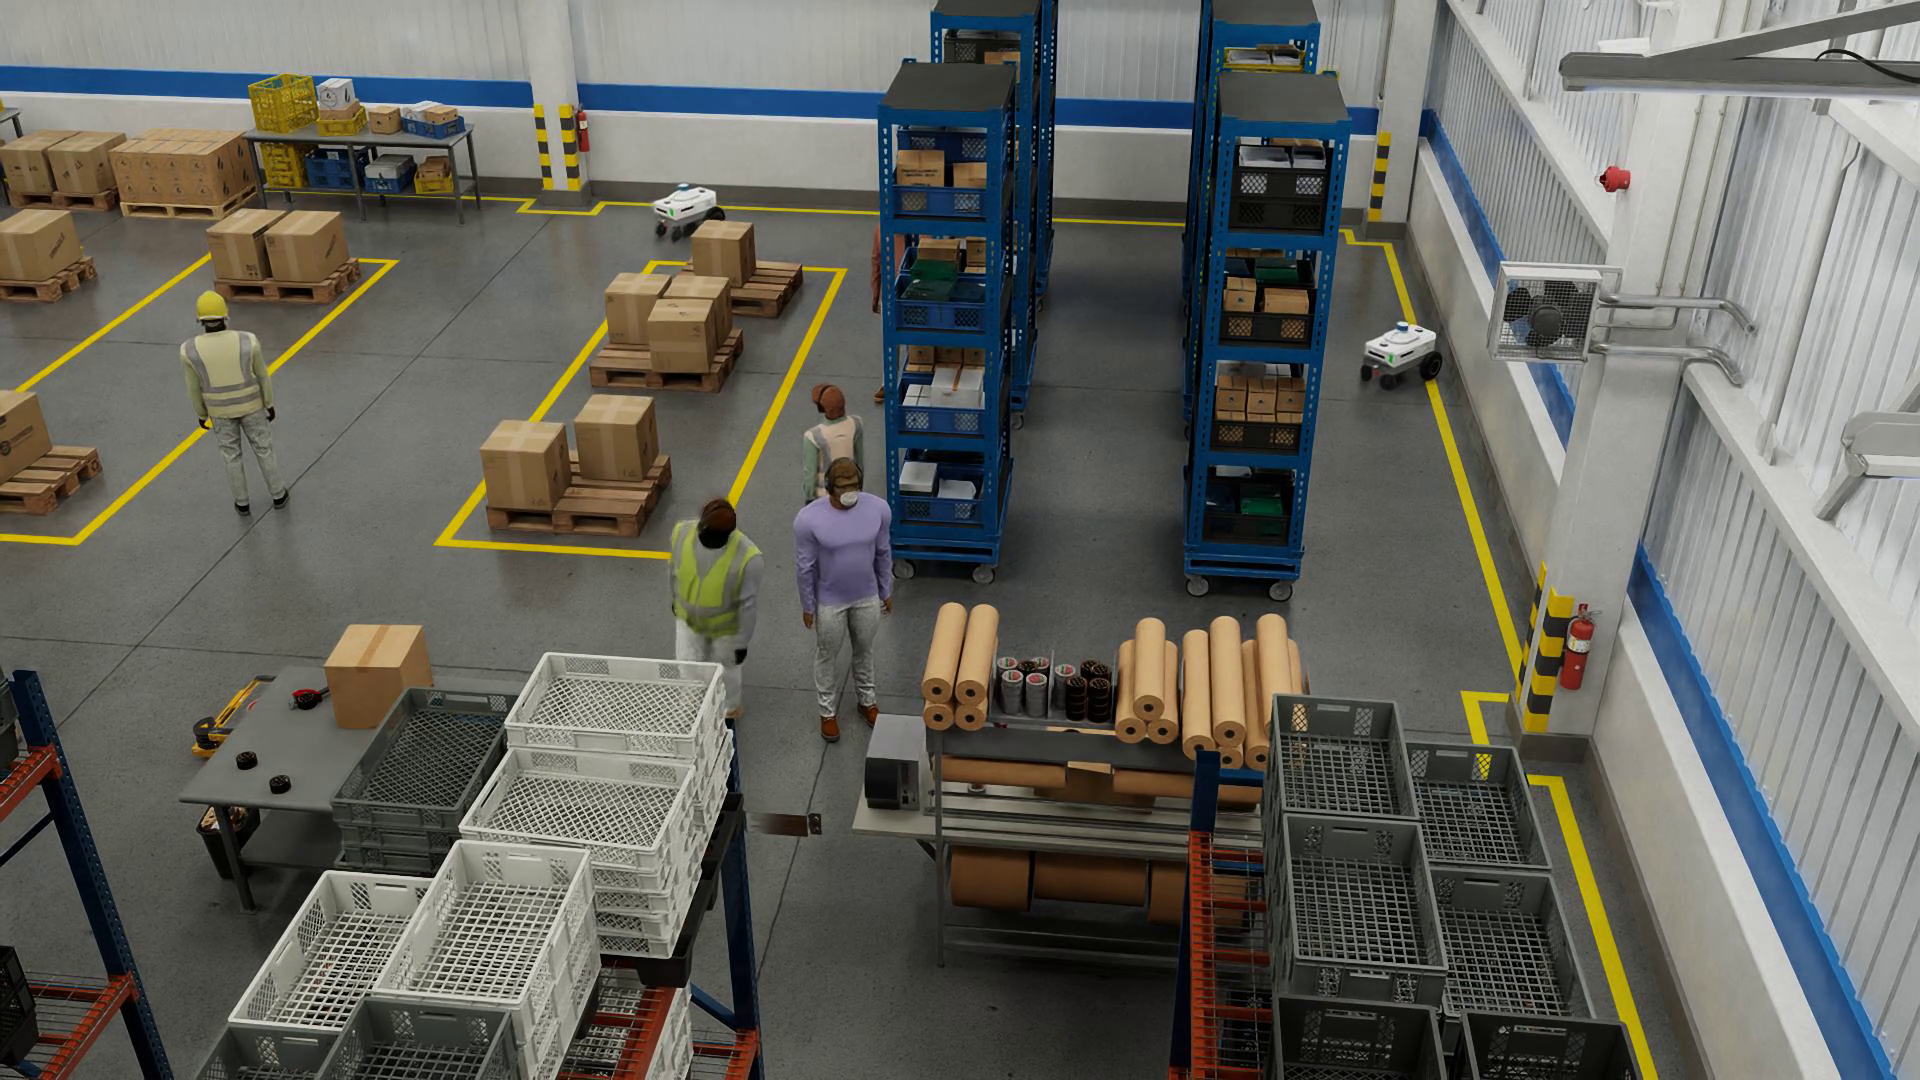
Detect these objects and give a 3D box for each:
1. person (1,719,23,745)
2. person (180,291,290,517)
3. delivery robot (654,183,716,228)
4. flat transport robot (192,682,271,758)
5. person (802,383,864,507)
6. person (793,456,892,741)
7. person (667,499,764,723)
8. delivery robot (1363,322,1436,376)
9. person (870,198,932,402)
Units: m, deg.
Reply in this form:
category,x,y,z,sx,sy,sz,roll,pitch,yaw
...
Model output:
category,x,y,z,sx,sy,sz,roll,pitch,yaw
person,-6.211,0.579,10.244,0.540,1.694,0.317,17,34,26
person,-5.637,-1.054,12.914,0.591,1.834,0.404,-11,32,-19
delivery robot,-3.095,-3.773,18.757,0.477,0.478,0.707,24,38,34
flat transport robot,-4.089,1.163,10.648,1.431,0.197,0.652,3,30,6
person,-0.892,-0.352,11.908,0.525,1.630,0.315,-23,37,-34
person,-0.706,0.356,10.390,0.632,1.940,0.372,-12,32,-20
person,-1.533,0.529,10.238,0.698,1.792,0.716,8,31,13
delivery robot,4.048,-1.768,15.313,0.707,0.478,0.477,-23,37,-34
person,-0.509,-2.132,14.607,0.612,1.995,0.376,12,32,20
